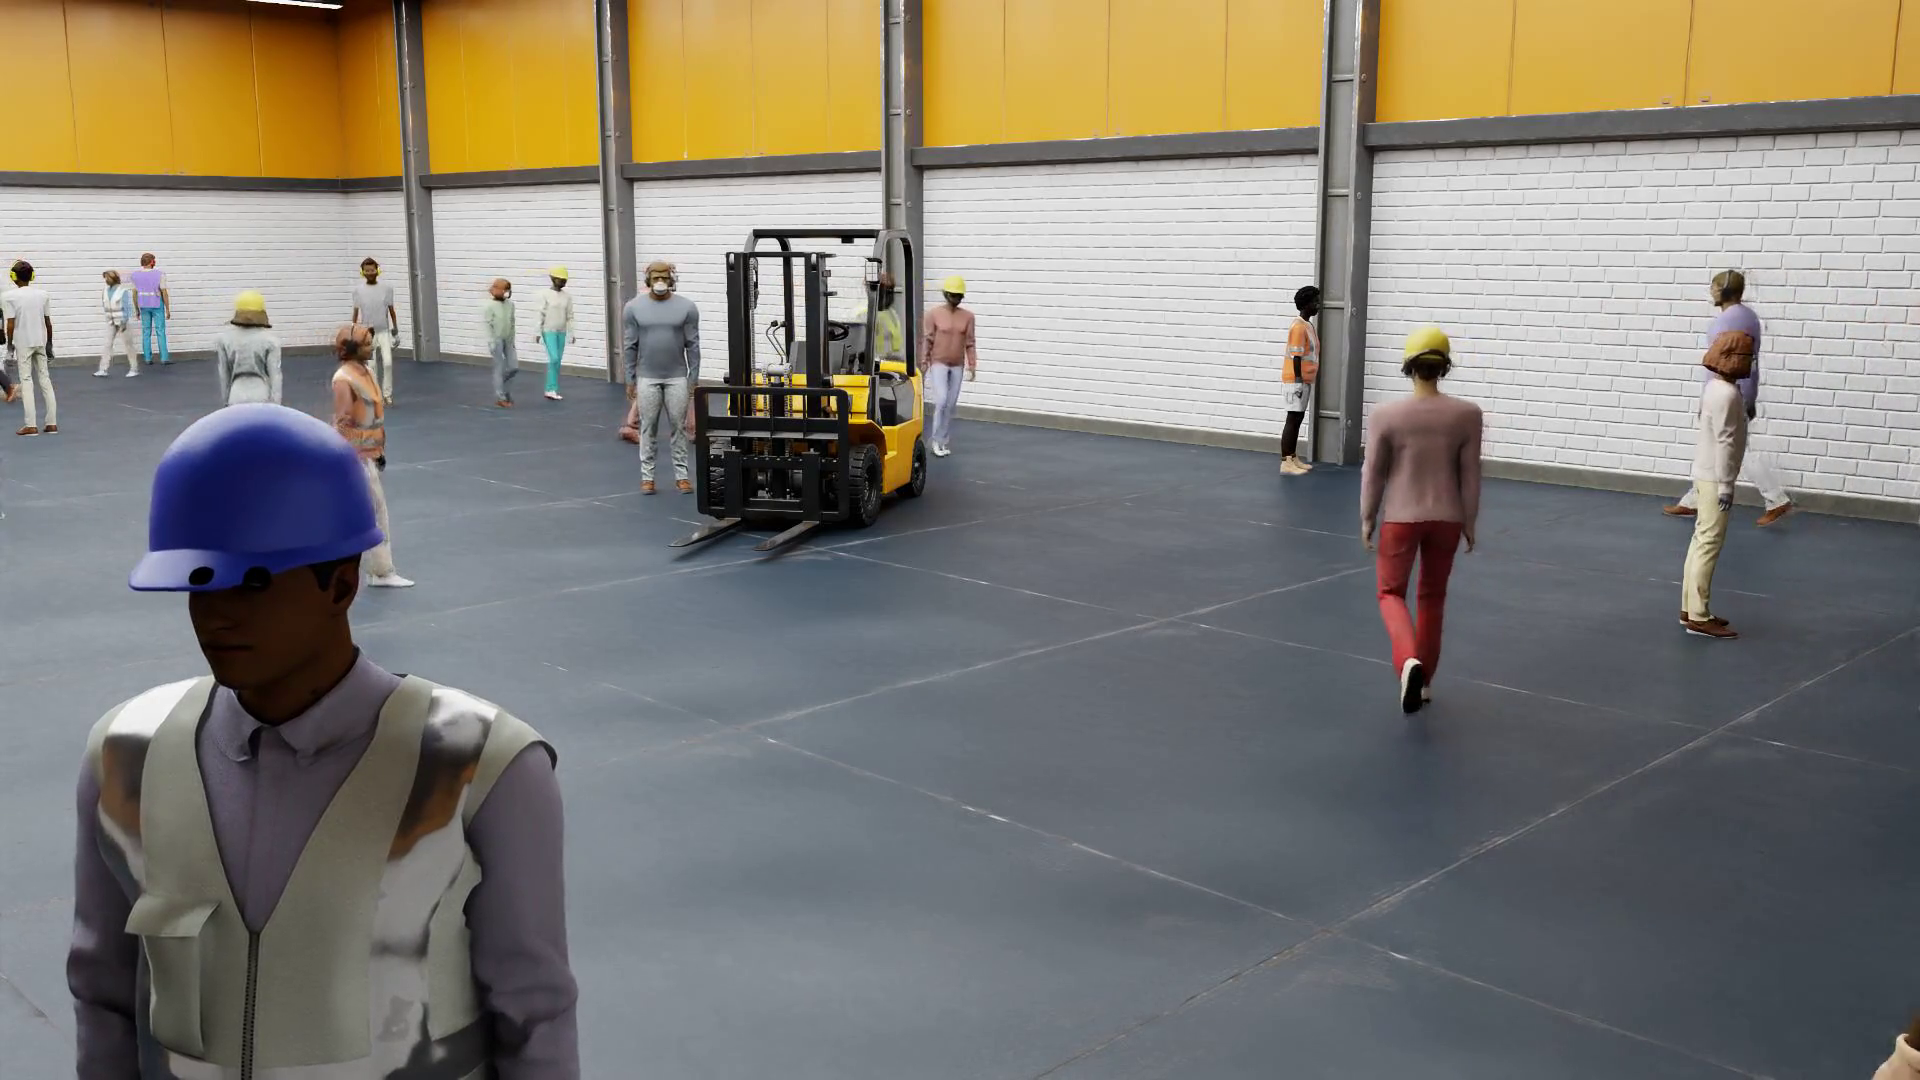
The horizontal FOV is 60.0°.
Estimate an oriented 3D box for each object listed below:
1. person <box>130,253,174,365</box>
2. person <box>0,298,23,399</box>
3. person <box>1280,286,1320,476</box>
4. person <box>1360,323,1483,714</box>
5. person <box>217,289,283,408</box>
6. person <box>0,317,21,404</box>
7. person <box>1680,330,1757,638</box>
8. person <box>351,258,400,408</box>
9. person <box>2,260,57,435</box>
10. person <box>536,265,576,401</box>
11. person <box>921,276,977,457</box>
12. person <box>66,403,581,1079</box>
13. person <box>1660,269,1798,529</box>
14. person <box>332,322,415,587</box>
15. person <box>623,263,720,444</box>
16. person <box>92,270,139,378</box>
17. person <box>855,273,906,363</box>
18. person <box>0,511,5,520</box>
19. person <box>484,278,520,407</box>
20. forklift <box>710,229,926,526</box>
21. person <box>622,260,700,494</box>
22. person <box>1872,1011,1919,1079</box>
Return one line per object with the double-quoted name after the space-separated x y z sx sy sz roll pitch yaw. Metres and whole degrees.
-13.312 -3.793 27.383 0.563 1.838 0.390 -1 10 -5 "person"
-12.651 -2.684 21.490 0.652 1.798 0.887 6 12 29 "person"
3.042 -1.423 14.868 0.321 1.691 0.531 4 11 20 "person"
2.057 -0.079 7.395 0.528 1.750 0.639 0 10 2 "person"
-5.452 -1.057 12.770 0.498 1.721 0.684 -1 10 -4 "person"
-12.300 -2.675 20.965 0.900 1.967 0.623 2 11 10 "person"
4.071 -0.304 8.916 0.265 1.631 0.507 3 11 17 "person"
-7.169 -2.526 20.422 0.573 1.847 0.643 -4 11 -22 "person"
-9.960 -2.052 17.798 0.328 1.872 0.513 6 12 31 "person"
-5.194 -2.676 21.541 0.652 1.731 0.543 8 13 38 "person"
-0.085 -1.669 16.040 0.540 1.734 0.581 -5 11 -24 "person"
-0.764 0.803 2.015 0.615 1.947 0.388 1 10 5 "person"
5.724 -1.036 12.210 0.985 1.903 0.642 10 14 44 "person"
-3.697 -0.509 10.051 0.657 1.622 0.515 -1 10 -6 "person"
-3.016 -1.880 16.926 1.009 1.859 0.643 4 11 22 "person"
-12.650 -3.213 24.851 0.521 1.607 0.794 3 11 14 "person"
-0.771 -1.431 14.591 0.758 1.812 0.643 3 11 16 "person"
-7.286 -0.926 11.705 0.906 1.845 0.602 -4 11 -21 "person"
-5.686 -2.444 20.658 0.333 1.615 0.514 7 13 34 "person"
-1.050 -1.319 12.920 1.214 2.155 2.313 2 11 13 "forklift"
-2.454 -1.331 13.705 0.629 1.933 0.367 -2 11 -10 "person"
2.430 0.436 3.776 0.429 2.030 0.673 9 14 41 "person"
